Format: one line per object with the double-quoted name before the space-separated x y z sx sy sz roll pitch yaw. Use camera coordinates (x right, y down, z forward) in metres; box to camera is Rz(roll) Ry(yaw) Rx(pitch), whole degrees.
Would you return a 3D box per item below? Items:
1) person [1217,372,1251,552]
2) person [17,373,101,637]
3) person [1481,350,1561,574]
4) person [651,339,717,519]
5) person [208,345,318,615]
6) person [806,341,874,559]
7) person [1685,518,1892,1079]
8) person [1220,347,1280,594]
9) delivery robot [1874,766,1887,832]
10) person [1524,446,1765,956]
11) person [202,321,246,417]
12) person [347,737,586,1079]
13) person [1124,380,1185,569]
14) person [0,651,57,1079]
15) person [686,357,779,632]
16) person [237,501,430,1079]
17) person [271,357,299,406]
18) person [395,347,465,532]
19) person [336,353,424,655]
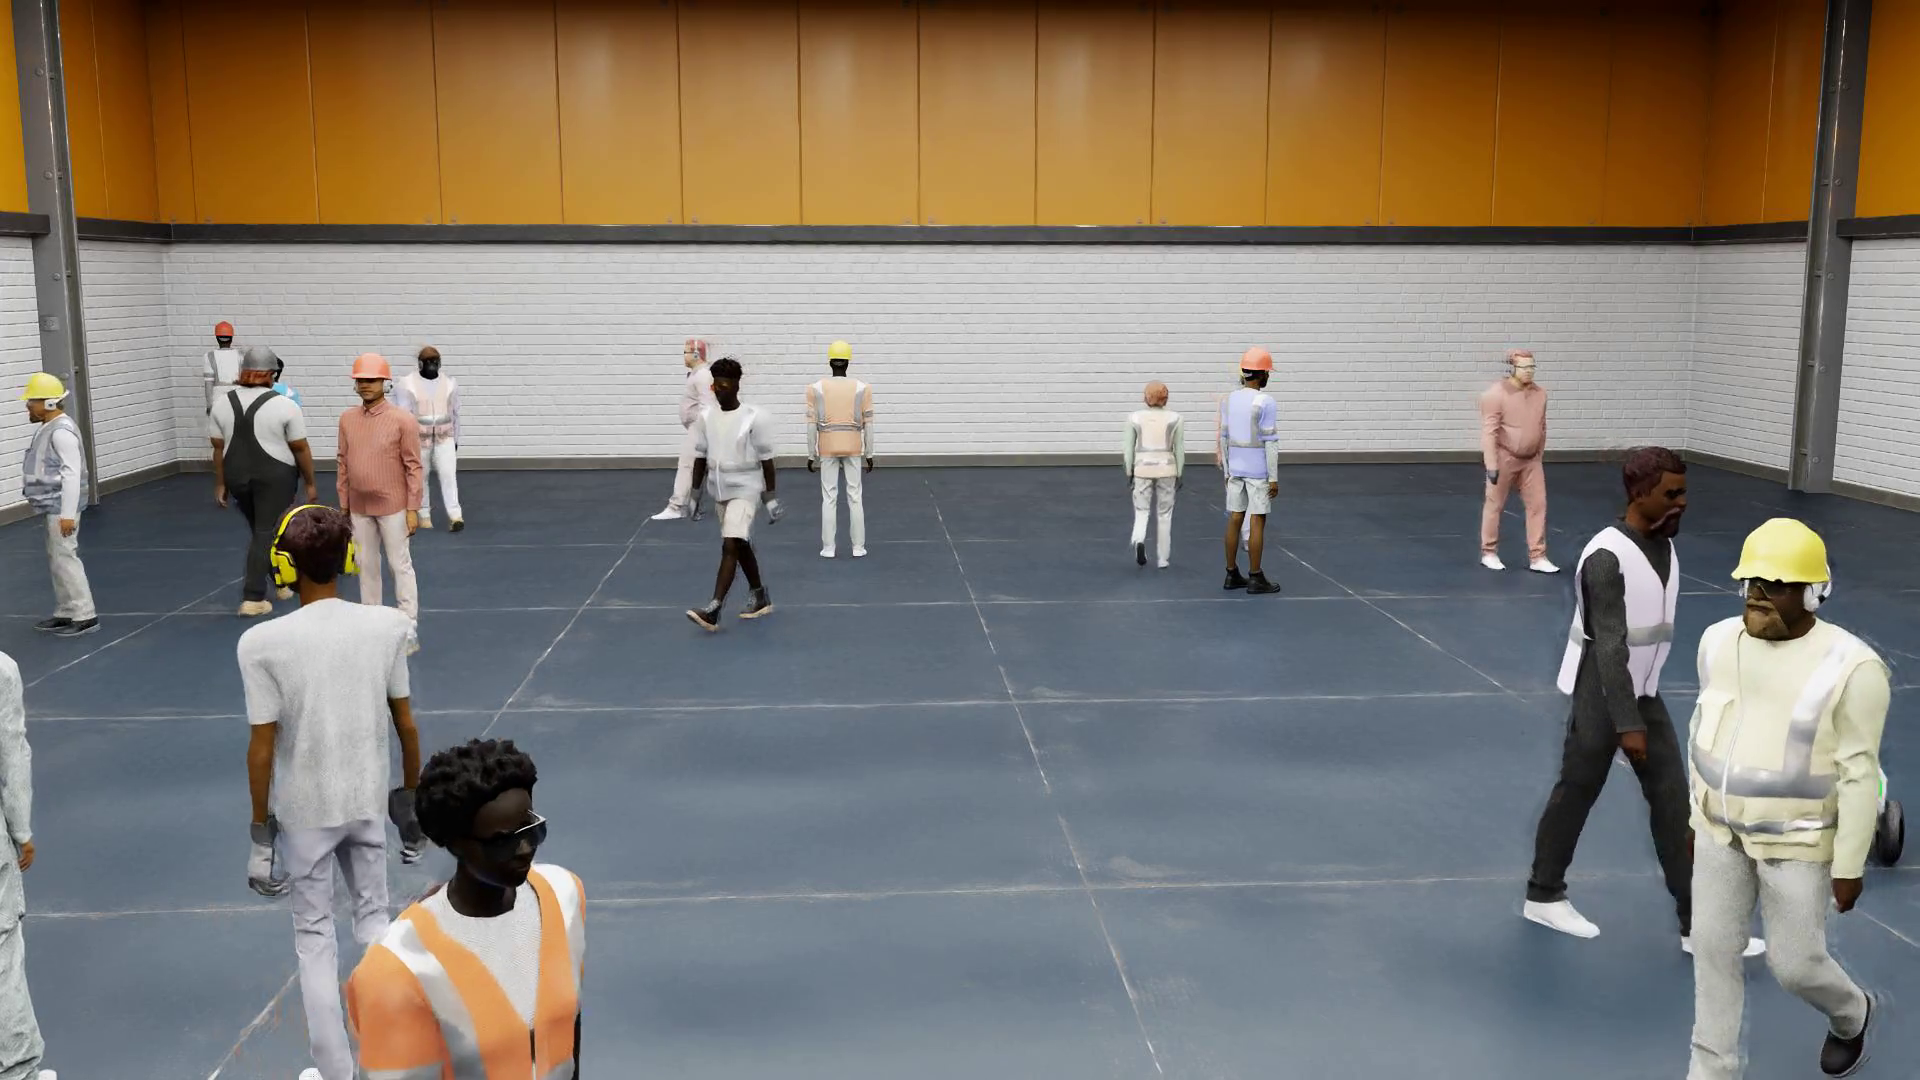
"person" 2.628 -0.796 15.281 0.532 1.740 0.714 1 9 7
"person" -6.277 -0.240 11.551 0.404 1.828 0.608 -7 11 -37
"person" 4.694 -0.641 13.903 0.677 1.872 0.856 -3 10 -18
"person" -2.645 -1.133 17.091 1.015 1.866 0.649 -1 9 -5
"person" -5.181 -0.493 12.452 0.694 2.000 1.038 1 9 9
"person" -1.059 -0.791 14.683 0.594 1.924 0.379 -1 9 -8
"person" 2.435 0.823 4.895 0.683 1.819 0.592 -5 10 -29
"person" 2.306 -0.545 13.102 0.359 1.936 0.552 -7 11 -36
"delivery robot" 3.840 1.016 7.334 0.477 0.478 0.707 3 10 20
"person" 2.515 0.604 6.065 0.589 1.875 0.956 -8 12 -40
"person" -8.931 -1.695 20.319 0.543 1.939 0.360 -5 10 -28
"person" -0.927 1.171 3.136 0.436 1.686 0.544 6 11 34
"person" 1.632 -0.535 14.049 0.514 1.623 0.483 2 9 13
"person" -2.979 0.864 4.875 0.488 1.741 0.316 -3 10 -21
"person" -1.659 -0.328 11.792 0.630 1.911 1.015 6 11 31
"person" -1.783 0.816 4.820 0.612 1.858 0.519 9 13 44
"person" -7.157 -1.084 17.360 0.529 1.664 0.842 -4 10 -26
"person" -5.139 -0.966 16.187 0.630 1.793 0.955 -5 10 -27
"person" -3.820 -0.228 10.922 0.622 1.997 0.372 3 9 16
